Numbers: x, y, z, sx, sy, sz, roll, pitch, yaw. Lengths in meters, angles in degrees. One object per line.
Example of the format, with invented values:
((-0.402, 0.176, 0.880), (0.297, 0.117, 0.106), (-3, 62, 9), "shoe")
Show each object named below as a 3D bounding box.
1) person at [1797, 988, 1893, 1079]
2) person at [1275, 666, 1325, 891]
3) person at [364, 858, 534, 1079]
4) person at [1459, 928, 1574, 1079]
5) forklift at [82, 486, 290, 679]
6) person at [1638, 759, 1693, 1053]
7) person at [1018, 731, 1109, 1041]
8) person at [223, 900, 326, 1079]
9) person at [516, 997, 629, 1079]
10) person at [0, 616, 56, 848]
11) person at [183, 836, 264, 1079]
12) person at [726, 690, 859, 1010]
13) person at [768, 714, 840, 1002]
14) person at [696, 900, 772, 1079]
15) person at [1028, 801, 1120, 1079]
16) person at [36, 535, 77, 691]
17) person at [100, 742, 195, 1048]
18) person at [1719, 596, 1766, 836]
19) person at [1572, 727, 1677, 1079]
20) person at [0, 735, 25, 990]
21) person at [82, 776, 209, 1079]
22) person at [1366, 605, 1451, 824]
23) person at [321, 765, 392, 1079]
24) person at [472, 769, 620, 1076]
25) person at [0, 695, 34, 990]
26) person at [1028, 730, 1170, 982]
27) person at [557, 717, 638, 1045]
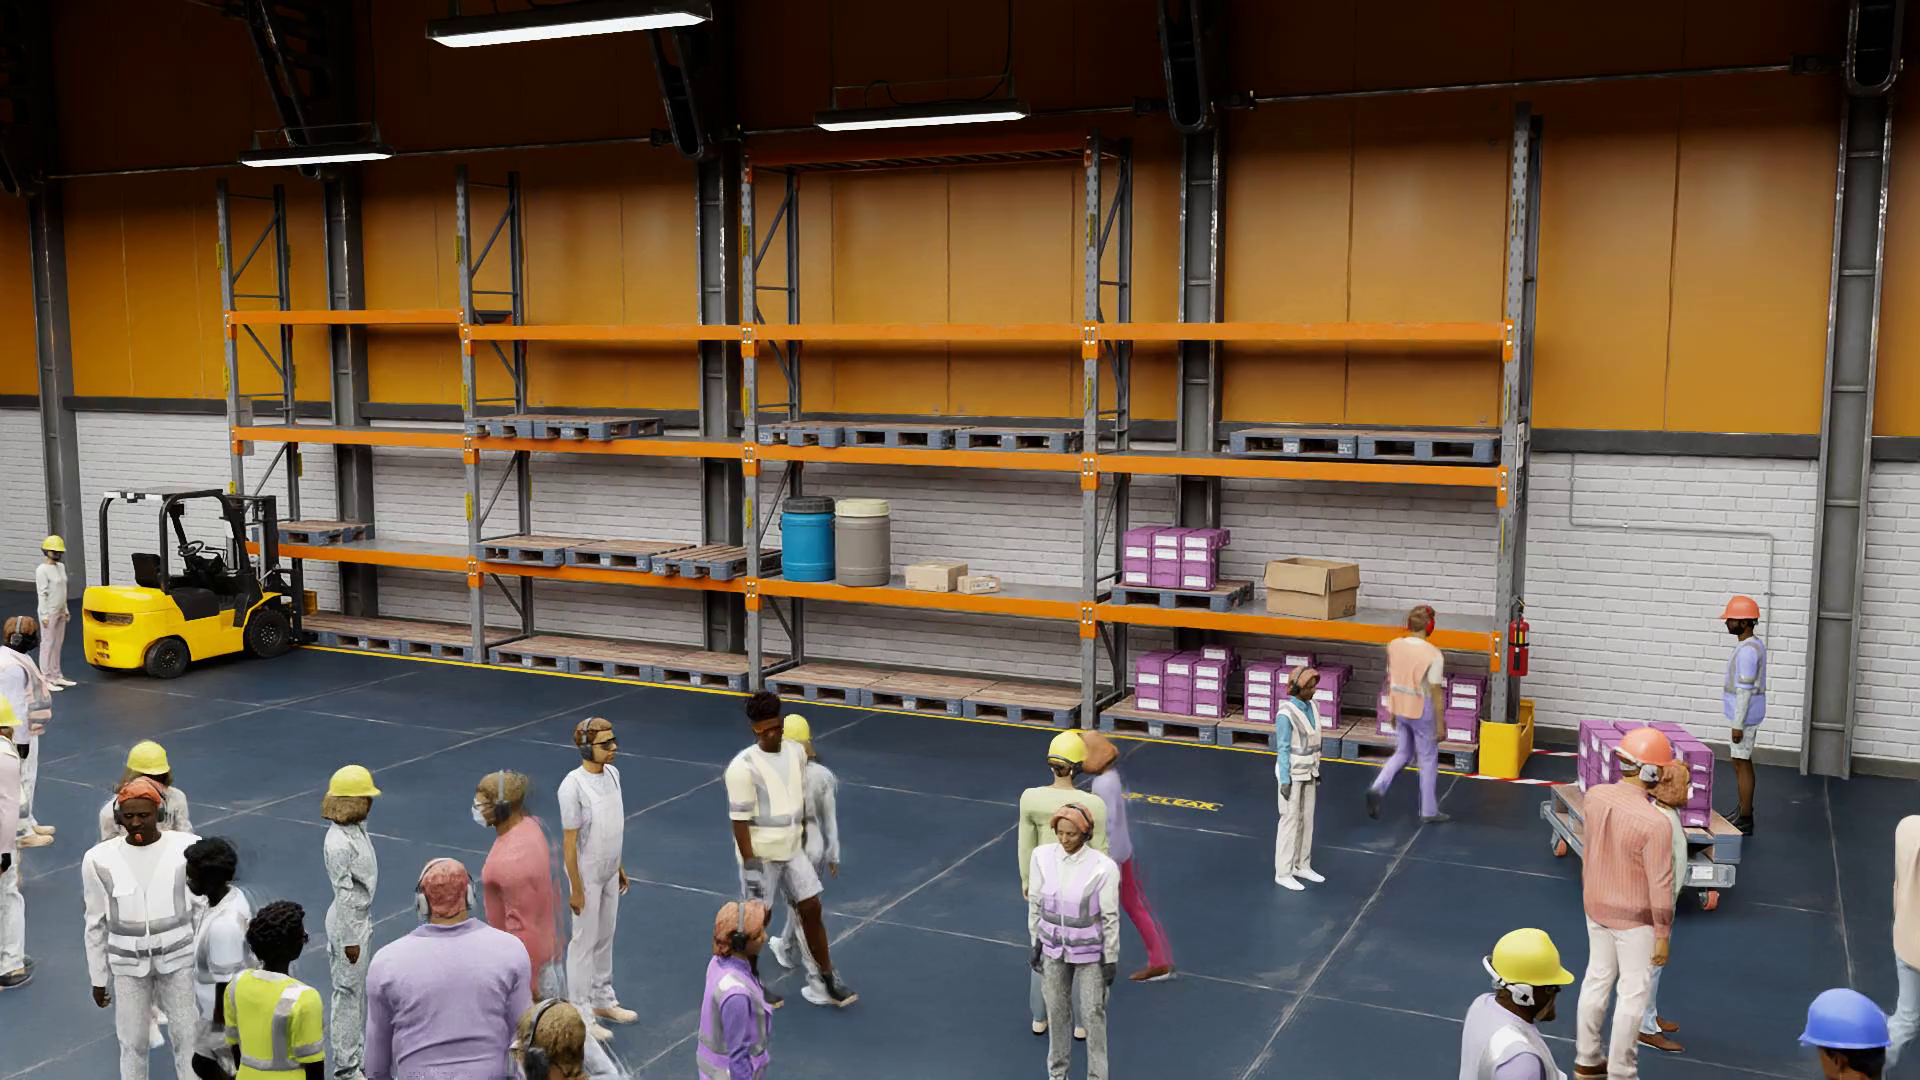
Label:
((2.834, 2.407, 5.218), (0.645, 1.911, 0.667), (-2, 7, -19), "person")
((2.450, 1.715, 12.068), (0.318, 1.630, 0.529), (6, 9, 40), "person")
((-2.091, 2.227, 6.827), (0.654, 1.874, 0.655), (-3, 7, -22), "person")
((2.058, 2.328, 6.176), (0.404, 1.830, 0.600), (0, 7, 3), "person")
((-9.426, 0.454, 20.179), (1.214, 2.155, 2.313), (3, 8, 26), "forklift")
((3.976, 2.036, 9.398), (0.279, 1.634, 0.499), (3, 7, 21), "person")
((0.596, 1.960, 9.485), (0.533, 1.767, 0.313), (3, 7, 21), "person")
((-2.783, 2.315, 6.830), (0.535, 1.697, 0.321), (4, 8, 30), "person")
((-1.240, 2.392, 5.262), (0.377, 1.931, 0.636), (4, 8, 27), "person")
((-7.356, 1.500, 13.053), (0.429, 1.830, 0.635), (-4, 8, -30), "person")
((-3.456, 2.202, 7.790), (0.417, 1.680, 0.554), (-3, 8, -26), "person")
((-0.988, 1.850, 9.733), (0.784, 1.922, 0.647), (6, 9, 40), "person")
((-1.016, 1.915, 10.213), (0.487, 1.683, 0.923), (-5, 8, -33), "person")
((-0.956, 2.323, 7.050), (0.316, 1.631, 0.532), (-2, 7, -14), "person")
((0.590, 2.139, 8.593), (0.507, 1.630, 0.324), (4, 8, 30), "person")
((-10.269, 0.824, 18.882), (0.329, 1.765, 0.527), (0, 7, -2), "person")
((-4.596, 1.989, 9.489), (0.703, 1.711, 0.493), (4, 8, 31), "person")
((6.279, 1.407, 13.404), (0.383, 1.931, 0.544), (4, 8, 28), "person")
((3.499, 1.949, 8.707), (0.410, 1.981, 0.629), (-2, 7, -18), "person")
((-5.984, 1.837, 10.196), (0.623, 1.845, 0.430), (6, 9, 41), "person")
((-3.946, 2.073, 8.125), (0.568, 1.878, 0.351), (-3, 7, -20), "person")
((3.693, 1.435, 13.574), (0.655, 1.830, 0.580), (-4, 8, -30), "person")
((-3.208, 2.051, 8.832), (0.298, 1.744, 0.486), (-2, 7, -13), "person")
((-2.109, 2.050, 8.201), (0.970, 1.909, 0.621), (0, 7, -4), "person")
((-5.925, 1.848, 10.202), (0.403, 1.818, 0.605), (-4, 8, -28), "person")
((0.894, 1.961, 10.261), (0.887, 1.568, 0.562), (1, 7, 11), "person")
((-2.072, 1.920, 9.498), (0.344, 1.846, 0.507), (2, 7, 19), "person")
